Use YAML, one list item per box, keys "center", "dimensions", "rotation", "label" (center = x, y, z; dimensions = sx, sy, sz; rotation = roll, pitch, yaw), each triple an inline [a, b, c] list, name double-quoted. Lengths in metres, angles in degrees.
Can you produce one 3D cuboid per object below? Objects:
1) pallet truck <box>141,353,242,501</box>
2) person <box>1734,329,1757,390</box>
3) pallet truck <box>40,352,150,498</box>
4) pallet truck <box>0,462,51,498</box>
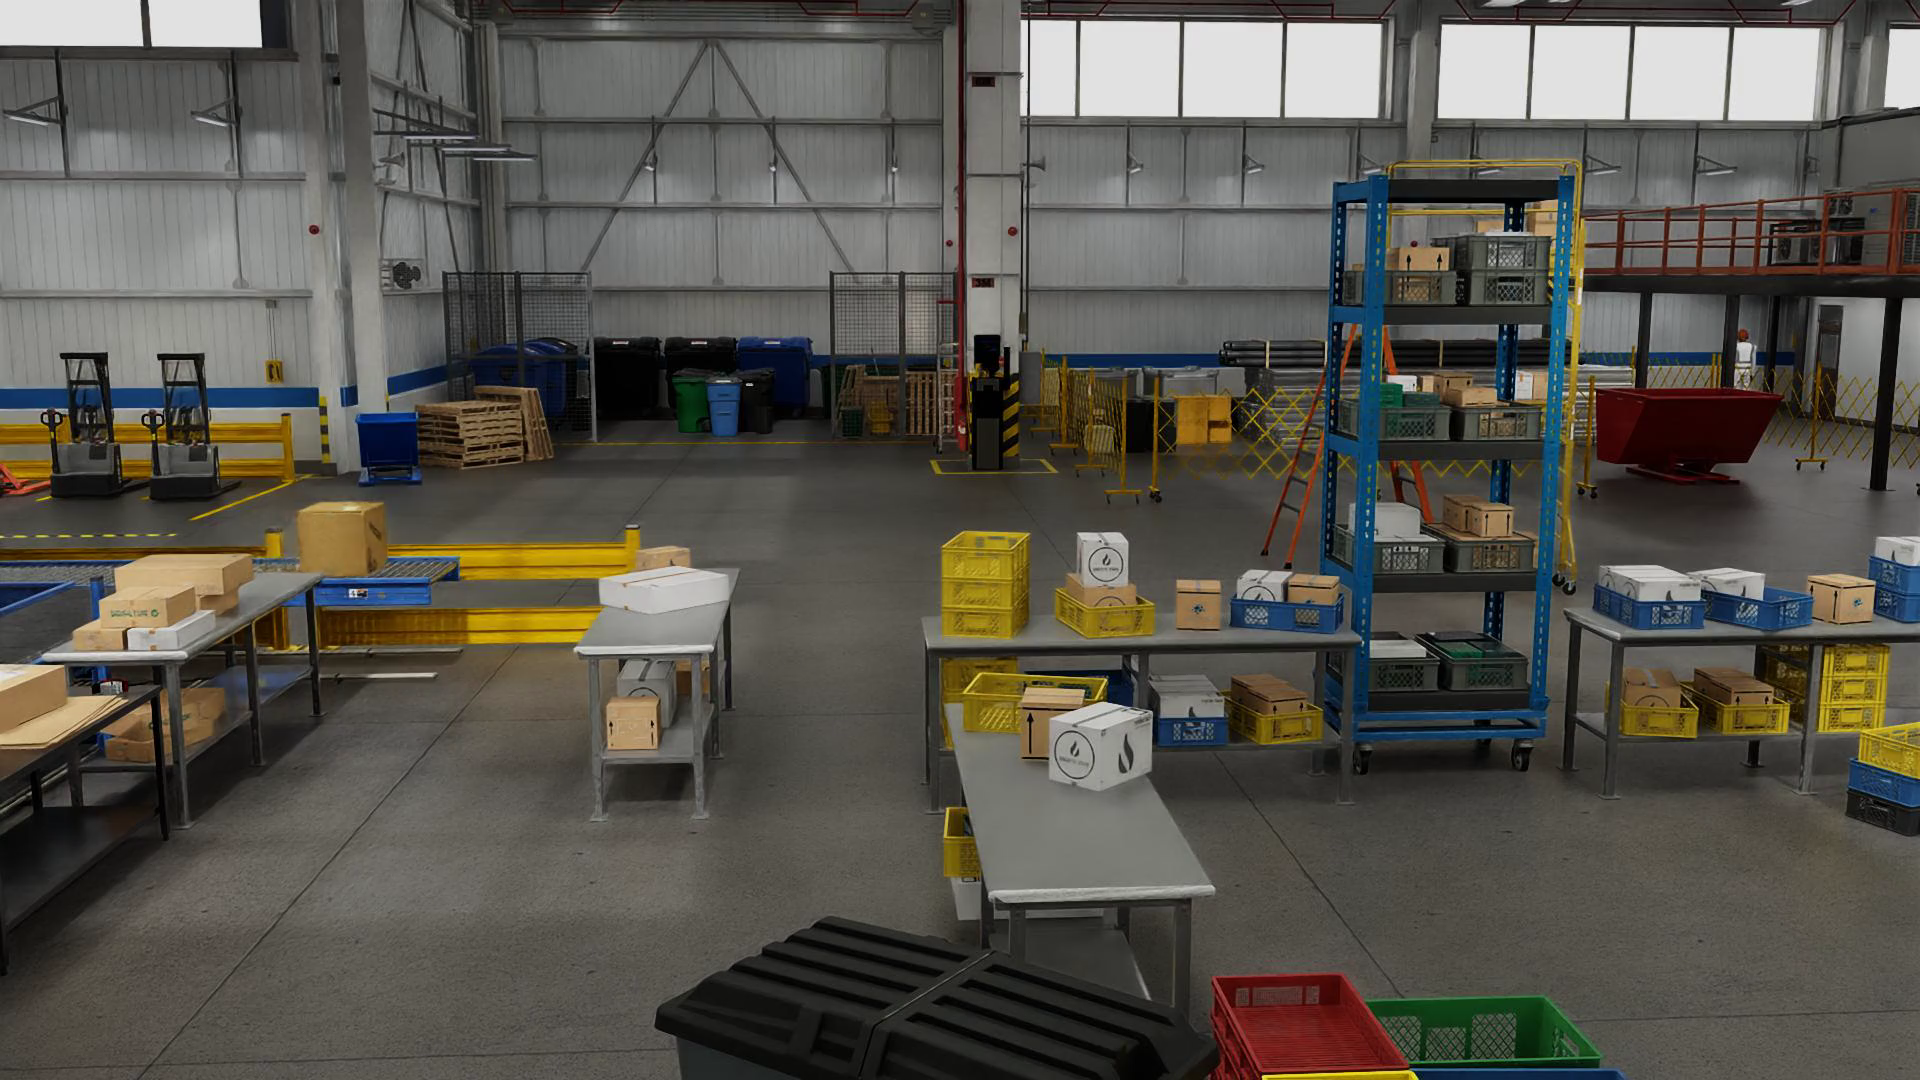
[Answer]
- center: [-10.520, -1.604, 22.925]
  dimensions: [0.823, 1.965, 1.885]
  rotation: [-1, 9, -6]
  label: "pallet truck"
- center: [16.670, -3.552, 35.502]
  dimensions: [0.574, 1.887, 0.355]
  rotation: [0, 9, 0]
  label: "person"
- center: [-11.907, -1.642, 23.165]
  dimensions: [0.823, 1.965, 1.885]
  rotation: [0, 9, 0]
  label: "pallet truck"
- center: [-13.193, -1.293, 23.148]
  dimensions: [0.653, 1.274, 1.630]
  rotation: [-1, 9, -4]
  label: "pallet truck"
